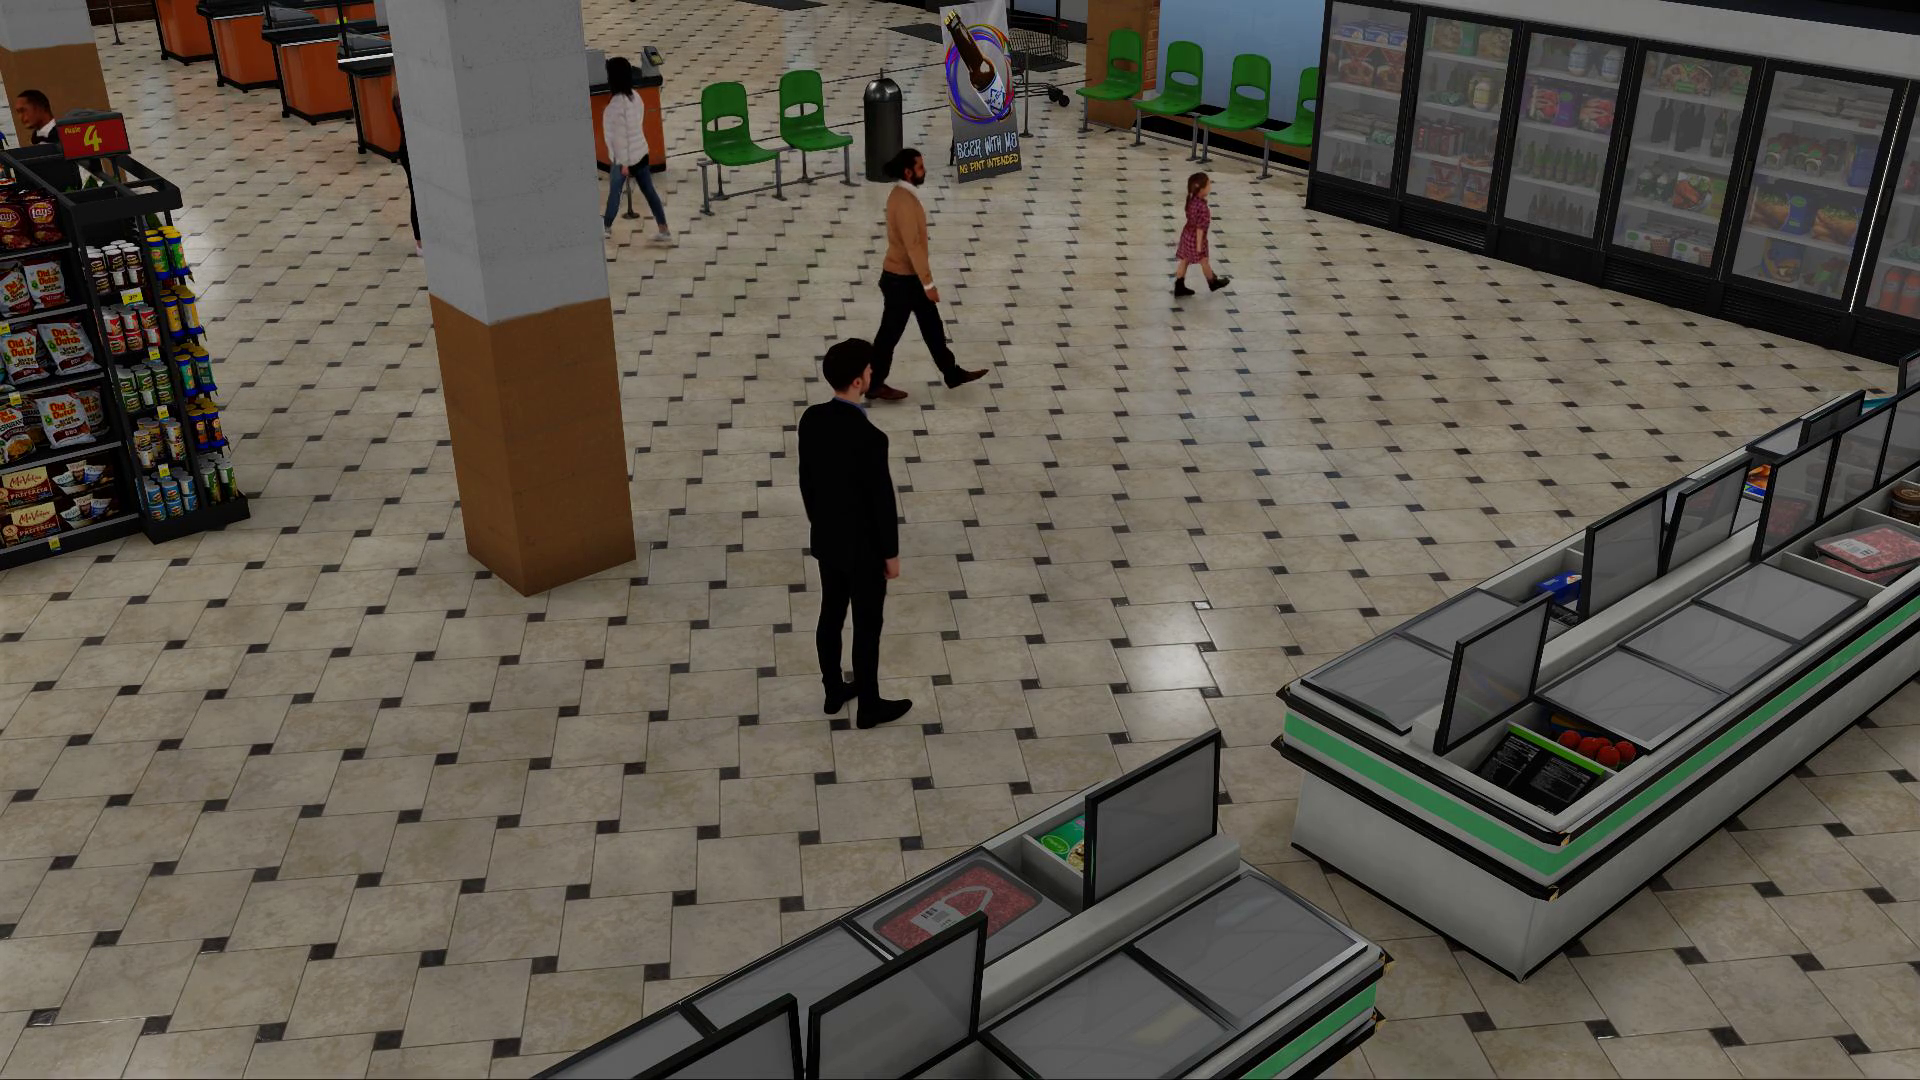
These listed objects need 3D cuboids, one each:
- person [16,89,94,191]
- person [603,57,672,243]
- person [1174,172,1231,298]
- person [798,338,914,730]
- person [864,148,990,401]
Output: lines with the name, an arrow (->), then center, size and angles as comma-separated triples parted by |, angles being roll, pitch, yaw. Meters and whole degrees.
person -> -6.403, -2.370, 12.264 | 1.167, 1.865, 1.358 | 9, 28, 16
person -> -2.806, -3.341, 14.479 | 1.030, 1.593, 1.111 | 10, 28, 19
person -> 1.841, -2.429, 13.331 | 0.746, 1.006, 0.560 | -11, 29, -20
person -> -0.502, -0.016, 7.591 | 0.728, 1.893, 0.655 | 21, 34, 35
person -> -0.446, -1.734, 11.176 | 1.179, 1.714, 1.099 | 2, 27, 3
